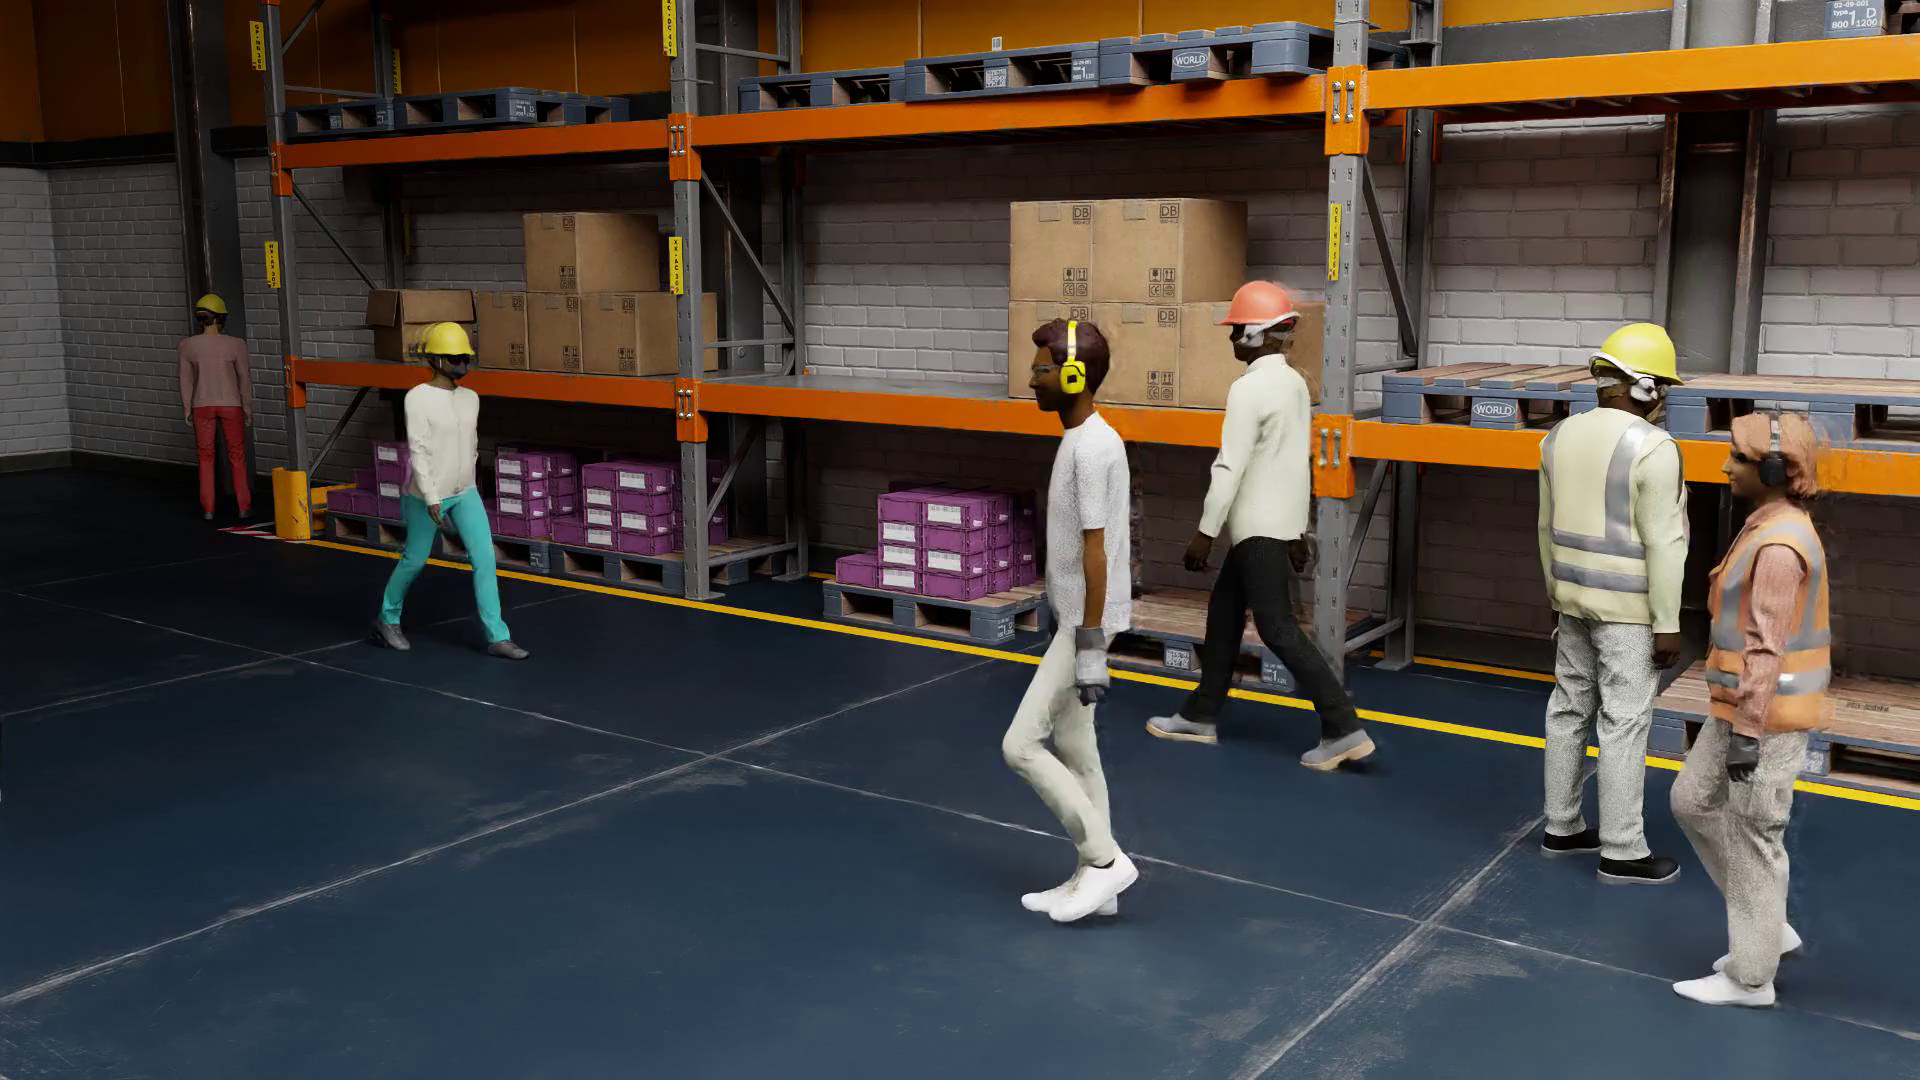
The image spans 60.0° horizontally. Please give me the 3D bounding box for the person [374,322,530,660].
[{"bbox_3d":[-2.659,-0.255,8.503,0.923,1.722,0.519,6,11,30],"label":"person"}]

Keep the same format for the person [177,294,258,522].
[{"bbox_3d":[-5.775,-1.019,12.934,0.527,1.765,0.329,-2,10,-14],"label":"person"}]

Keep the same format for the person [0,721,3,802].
[{"bbox_3d":[-3.770,0.072,5.981,0.398,1.916,0.590,6,11,31],"label":"person"}]

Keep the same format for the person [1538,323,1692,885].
[{"bbox_3d":[2.153,0.207,5.459,0.403,1.822,0.589,-3,10,-20],"label":"person"}]

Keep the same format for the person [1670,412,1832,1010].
[{"bbox_3d":[2.112,0.468,4.453,0.371,1.626,0.537,4,10,21],"label":"person"}]

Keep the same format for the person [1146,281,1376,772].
[{"bbox_3d":[1.243,-0.060,6.685,0.990,1.953,0.609,5,11,26],"label":"person"}]

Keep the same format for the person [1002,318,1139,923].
[{"bbox_3d":[0.322,0.264,5.027,0.404,1.851,0.549,1,10,5],"label":"person"}]
